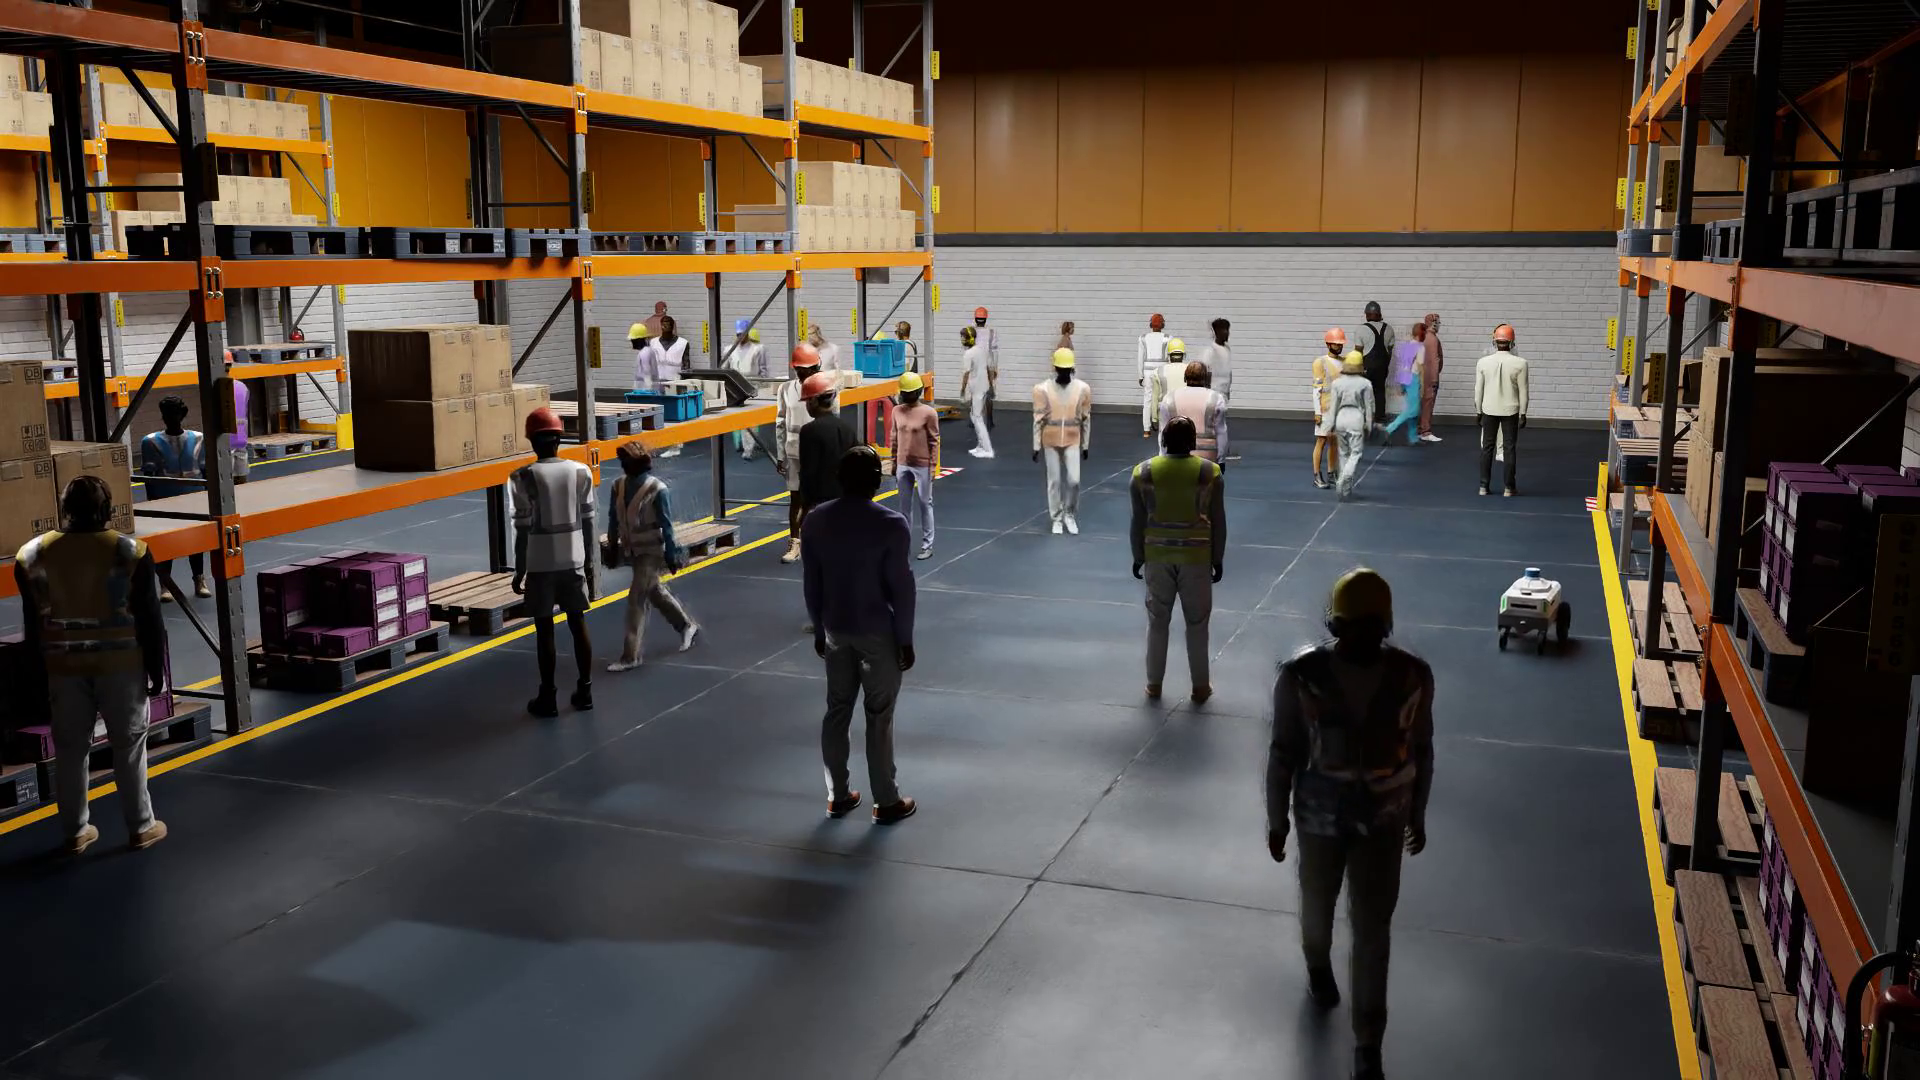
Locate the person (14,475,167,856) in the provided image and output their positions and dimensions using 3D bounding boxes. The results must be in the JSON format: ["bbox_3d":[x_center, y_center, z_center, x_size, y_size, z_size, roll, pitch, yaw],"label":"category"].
[{"bbox_3d":[-4.145,0.603,8.014,0.620,1.836,0.429,-2,10,-12],"label":"person"}]

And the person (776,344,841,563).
[{"bbox_3d":[-1.400,-0.783,15.250,0.605,2.033,0.392,2,10,9],"label":"person"}]

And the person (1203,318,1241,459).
[{"bbox_3d":[3.501,-2.090,22.892,0.835,1.943,0.607,7,12,35],"label":"person"}]

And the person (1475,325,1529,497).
[{"bbox_3d":[6.315,-1.502,19.400,0.611,1.997,0.375,6,12,29],"label":"person"}]

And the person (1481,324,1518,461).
[{"bbox_3d":[7.266,-1.974,22.420,0.513,1.872,0.328,-2,10,-9],"label":"person"}]

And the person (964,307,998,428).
[{"bbox_3d":[0.336,-2.762,26.663,0.543,1.939,0.355,-1,10,-4],"label":"person"}]

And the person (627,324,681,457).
[{"bbox_3d":[-4.325,-2.026,22.762,1.023,1.859,0.628,0,10,-1],"label":"person"}]

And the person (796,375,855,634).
[{"bbox_3d":[-0.996,-0.295,12.814,0.574,1.939,0.813,6,12,30],"label":"person"}]

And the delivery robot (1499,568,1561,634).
[{"bbox_3d":[4.192,0.449,12.209,0.477,0.478,0.707,5,11,27],"label":"delivery robot"}]

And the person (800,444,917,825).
[{"bbox_3d":[-0.499,0.478,8.428,0.629,1.937,0.373,5,11,25],"label":"person"}]

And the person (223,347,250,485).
[{"bbox_3d":[-7.256,-0.944,16.481,0.398,1.923,0.605,2,10,13],"label":"person"}]

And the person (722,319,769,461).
[{"bbox_3d":[-2.958,-2.014,22.503,0.655,1.909,0.901,1,10,8],"label":"person"}]

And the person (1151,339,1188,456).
[{"bbox_3d":[2.553,-1.469,19.718,0.591,1.823,0.405,0,10,1],"label":"person"}]

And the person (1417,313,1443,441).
[{"bbox_3d":[7.025,-2.432,24.902,0.405,1.904,0.652,-2,10,-9],"label":"person"}]

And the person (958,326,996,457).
[{"bbox_3d":[0.216,-2.029,22.859,0.530,1.817,0.605,5,11,25],"label":"person"}]

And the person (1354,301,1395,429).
[{"bbox_3d":[6.516,-2.779,26.473,0.682,2.000,0.537,-3,11,-18],"label":"person"}]

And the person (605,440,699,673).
[{"bbox_3d":[-2.155,0.077,11.662,0.503,1.594,0.867,9,13,40],"label":"person"}]

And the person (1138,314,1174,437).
[{"bbox_3d":[2.995,-2.498,25.328,0.582,1.884,0.351,4,11,21],"label":"person"}]

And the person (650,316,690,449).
[{"bbox_3d":[-4.178,-2.268,23.945,0.596,1.914,0.373,1,10,7],"label":"person"}]

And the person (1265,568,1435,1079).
[{"bbox_3d":[1.419,0.967,6.086,0.604,1.789,0.942,1,10,7],"label":"person"}]

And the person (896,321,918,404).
[{"bbox_3d":[-0.770,-2.210,23.828,0.347,1.842,0.505,2,10,12],"label":"person"}]

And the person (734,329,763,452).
[{"bbox_3d":[-2.993,-2.121,23.599,0.556,1.728,0.613,5,11,27],"label":"person"}]

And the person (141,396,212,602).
[{"bbox_3d":[-6.438,-0.344,13.714,0.537,1.698,0.320,-7,12,-34],"label":"person"}]

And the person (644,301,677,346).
[{"bbox_3d":[-5.427,-3.401,30.375,0.636,1.902,0.405,2,10,10],"label":"person"}]

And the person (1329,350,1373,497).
[{"bbox_3d":[4.483,-1.328,19.188,0.509,1.721,0.663,7,12,34],"label":"person"}]

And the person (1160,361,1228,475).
[{"bbox_3d":[2.209,-0.768,15.707,0.633,1.842,0.429,3,11,17],"label":"person"}]

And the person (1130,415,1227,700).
[{"bbox_3d":[1.405,0.117,10.722,0.619,1.845,0.430,2,10,13],"label":"person"}]

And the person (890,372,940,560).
[{"bbox_3d":[-0.438,-0.690,15.507,0.526,1.758,0.341,7,12,33],"label":"person"}]

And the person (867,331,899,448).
[{"bbox_3d":[-1.077,-1.936,22.488,0.527,1.772,0.305,-1,10,-6],"label":"person"}]

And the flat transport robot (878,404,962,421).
[{"bbox_3d":[-0.656,-2.102,27.636,0.652,0.197,1.431,8,13,38],"label":"flat transport robot"}]

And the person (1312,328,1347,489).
[{"bbox_3d":[4.481,-1.581,20.012,0.545,1.938,0.360,-6,12,-32],"label":"person"}]

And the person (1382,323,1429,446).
[{"bbox_3d":[6.483,-2.240,24.100,0.695,1.813,0.612,-2,10,-9],"label":"person"}]

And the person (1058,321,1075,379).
[{"bbox_3d":[1.897,-2.918,28.410,0.589,1.615,0.547,1,10,7],"label":"person"}]

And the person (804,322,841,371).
[{"bbox_3d":[-1.908,-2.023,22.657,0.672,1.884,0.572,0,10,1],"label":"person"}]

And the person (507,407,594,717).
[{"bbox_3d":[-2.550,0.138,10.370,0.547,1.924,0.391,-7,12,-35],"label":"person"}]

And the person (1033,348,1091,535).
[{"bbox_3d":[1.026,-0.982,16.753,0.601,1.902,0.547,0,10,-1],"label":"person"}]
